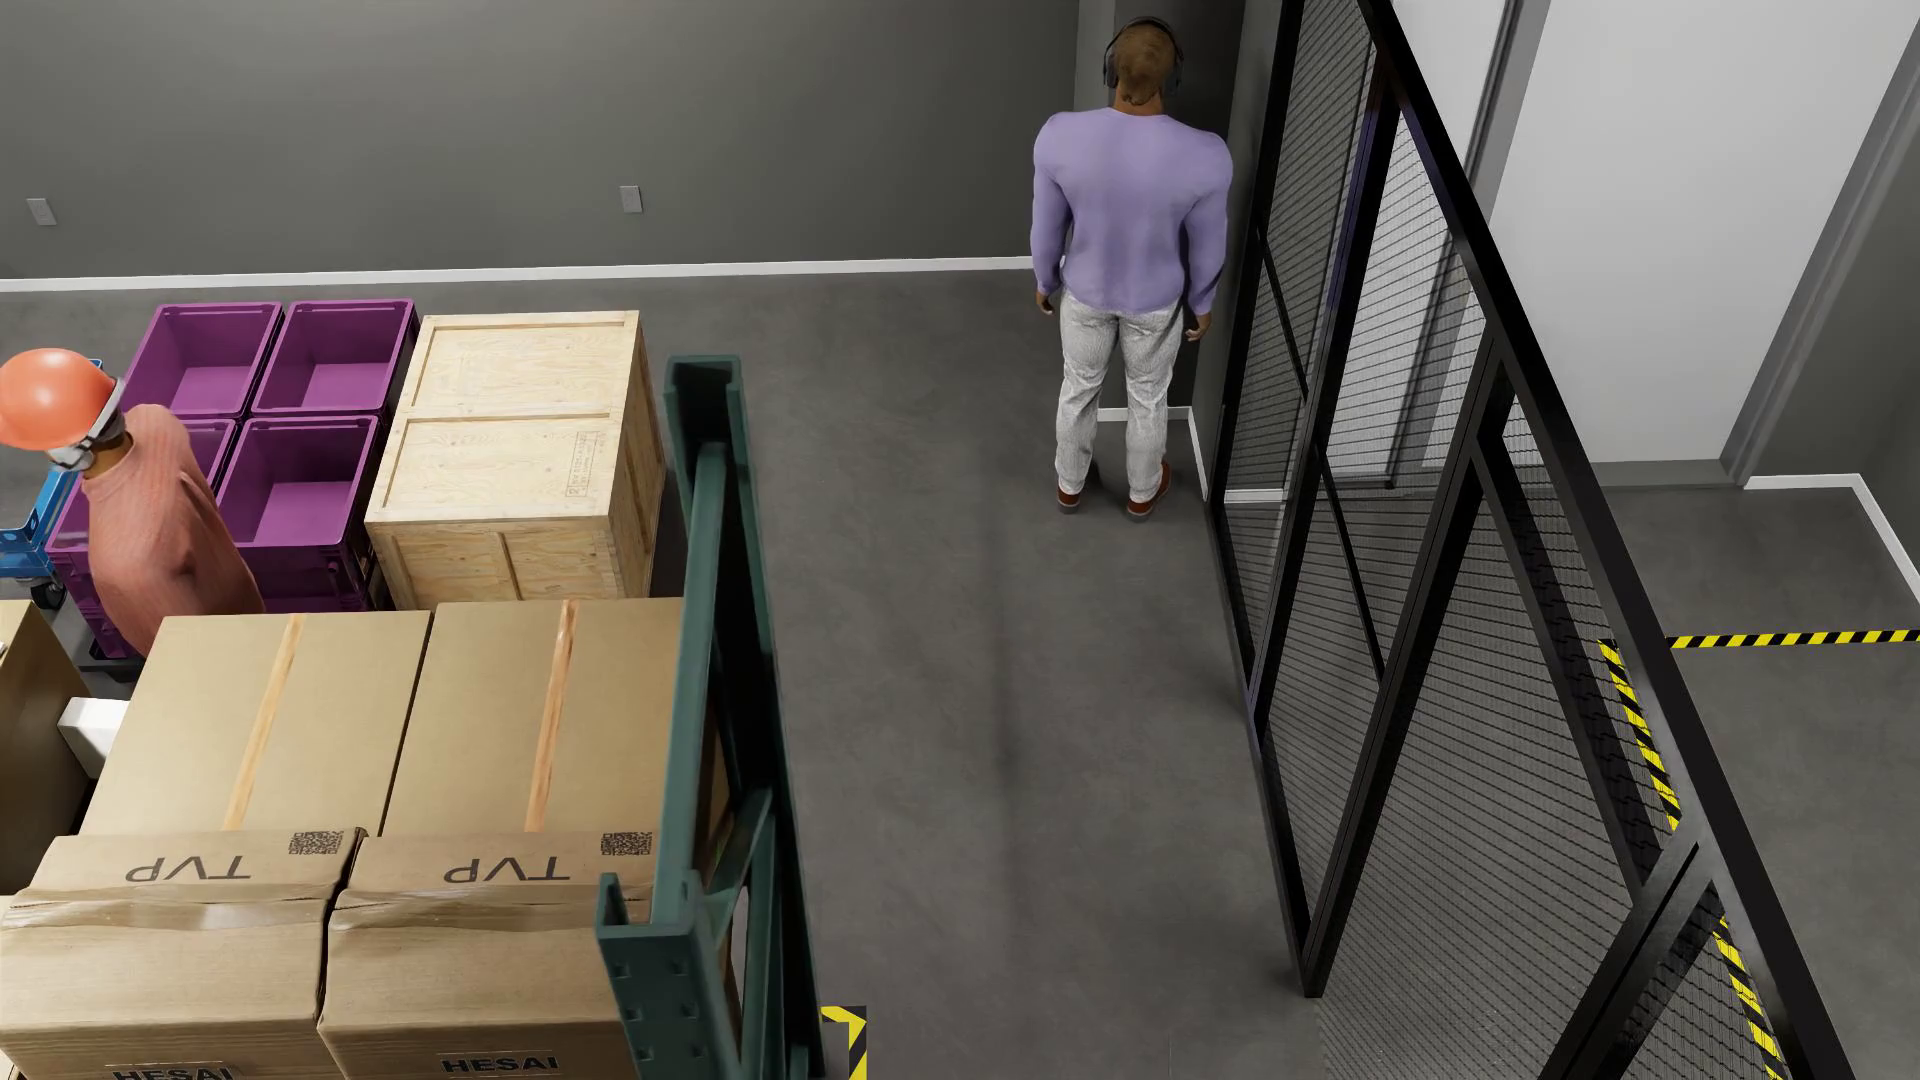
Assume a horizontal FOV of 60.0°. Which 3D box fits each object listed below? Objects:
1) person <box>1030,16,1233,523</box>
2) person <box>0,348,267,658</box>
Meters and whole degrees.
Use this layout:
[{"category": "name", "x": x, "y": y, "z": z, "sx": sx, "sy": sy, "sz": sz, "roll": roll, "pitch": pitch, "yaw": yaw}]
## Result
[{"category": "person", "x": 0.549, "y": -0.836, "z": 5.558, "sx": 0.635, "sy": 1.933, "sz": 0.359, "roll": 10, "pitch": 47, "yaw": 9}, {"category": "person", "x": -2.051, "y": 0.264, "z": 4.471, "sx": 0.391, "sy": 1.987, "sz": 0.608, "roll": -11, "pitch": 47, "yaw": -11}]
